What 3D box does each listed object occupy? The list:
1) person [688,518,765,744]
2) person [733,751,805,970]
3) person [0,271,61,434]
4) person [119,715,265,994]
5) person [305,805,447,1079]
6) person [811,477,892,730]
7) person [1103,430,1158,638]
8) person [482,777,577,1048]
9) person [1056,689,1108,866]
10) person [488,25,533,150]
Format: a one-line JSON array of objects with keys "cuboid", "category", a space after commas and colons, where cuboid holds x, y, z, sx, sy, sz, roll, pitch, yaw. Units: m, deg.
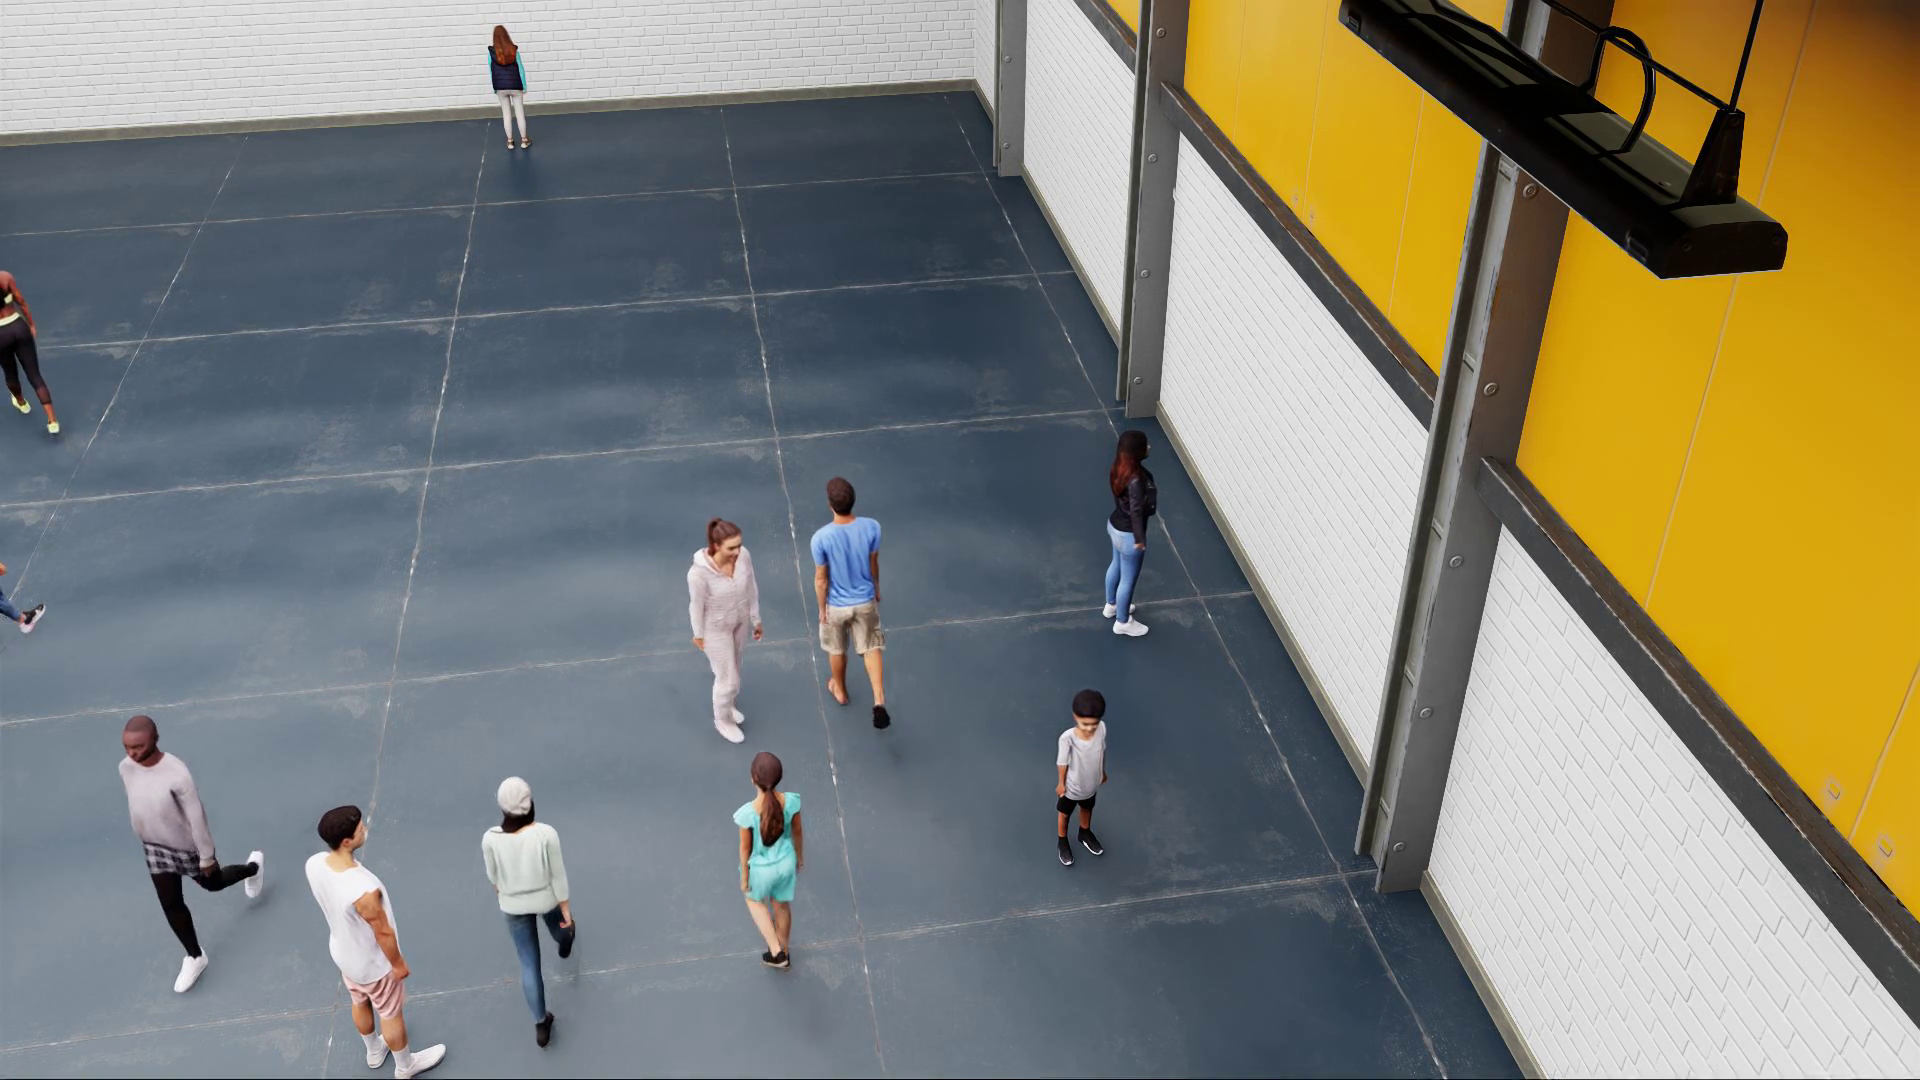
[{"cuboid": [-1.631, 0.526, 11.130, 0.828, 1.670, 0.775, 26, 42, 34], "category": "person"}, {"cuboid": [-1.034, 1.847, 9.253, 0.620, 1.549, 0.680, -14, 36, -20], "category": "person"}, {"cuboid": [-8.207, -1.707, 14.457, 1.011, 1.706, 1.221, -27, 42, -34], "category": "person"}, {"cuboid": [-4.345, 1.649, 9.374, 0.916, 1.744, 1.205, 7, 34, 11], "category": "person"}, {"cuboid": [-3.100, 2.121, 8.631, 0.733, 1.779, 0.790, 21, 39, 28], "category": "person"}, {"cuboid": [-0.703, 0.450, 11.087, 0.703, 1.844, 1.039, -10, 35, -15], "category": "person"}, {"cuboid": [1.218, -0.072, 12.064, 0.689, 1.633, 0.476, -6, 34, -9], "category": "person"}, {"cuboid": [-2.317, 2.010, 8.961, 0.570, 1.600, 1.080, -5, 34, -7], "category": "person"}, {"cuboid": [0.743, 1.414, 10.163, 0.539, 1.262, 0.551, -14, 36, -20], "category": "person"}, {"cuboid": [-5.553, -5.578, 20.467, 0.593, 1.500, 0.595, -3, 34, -4], "category": "person"}]
